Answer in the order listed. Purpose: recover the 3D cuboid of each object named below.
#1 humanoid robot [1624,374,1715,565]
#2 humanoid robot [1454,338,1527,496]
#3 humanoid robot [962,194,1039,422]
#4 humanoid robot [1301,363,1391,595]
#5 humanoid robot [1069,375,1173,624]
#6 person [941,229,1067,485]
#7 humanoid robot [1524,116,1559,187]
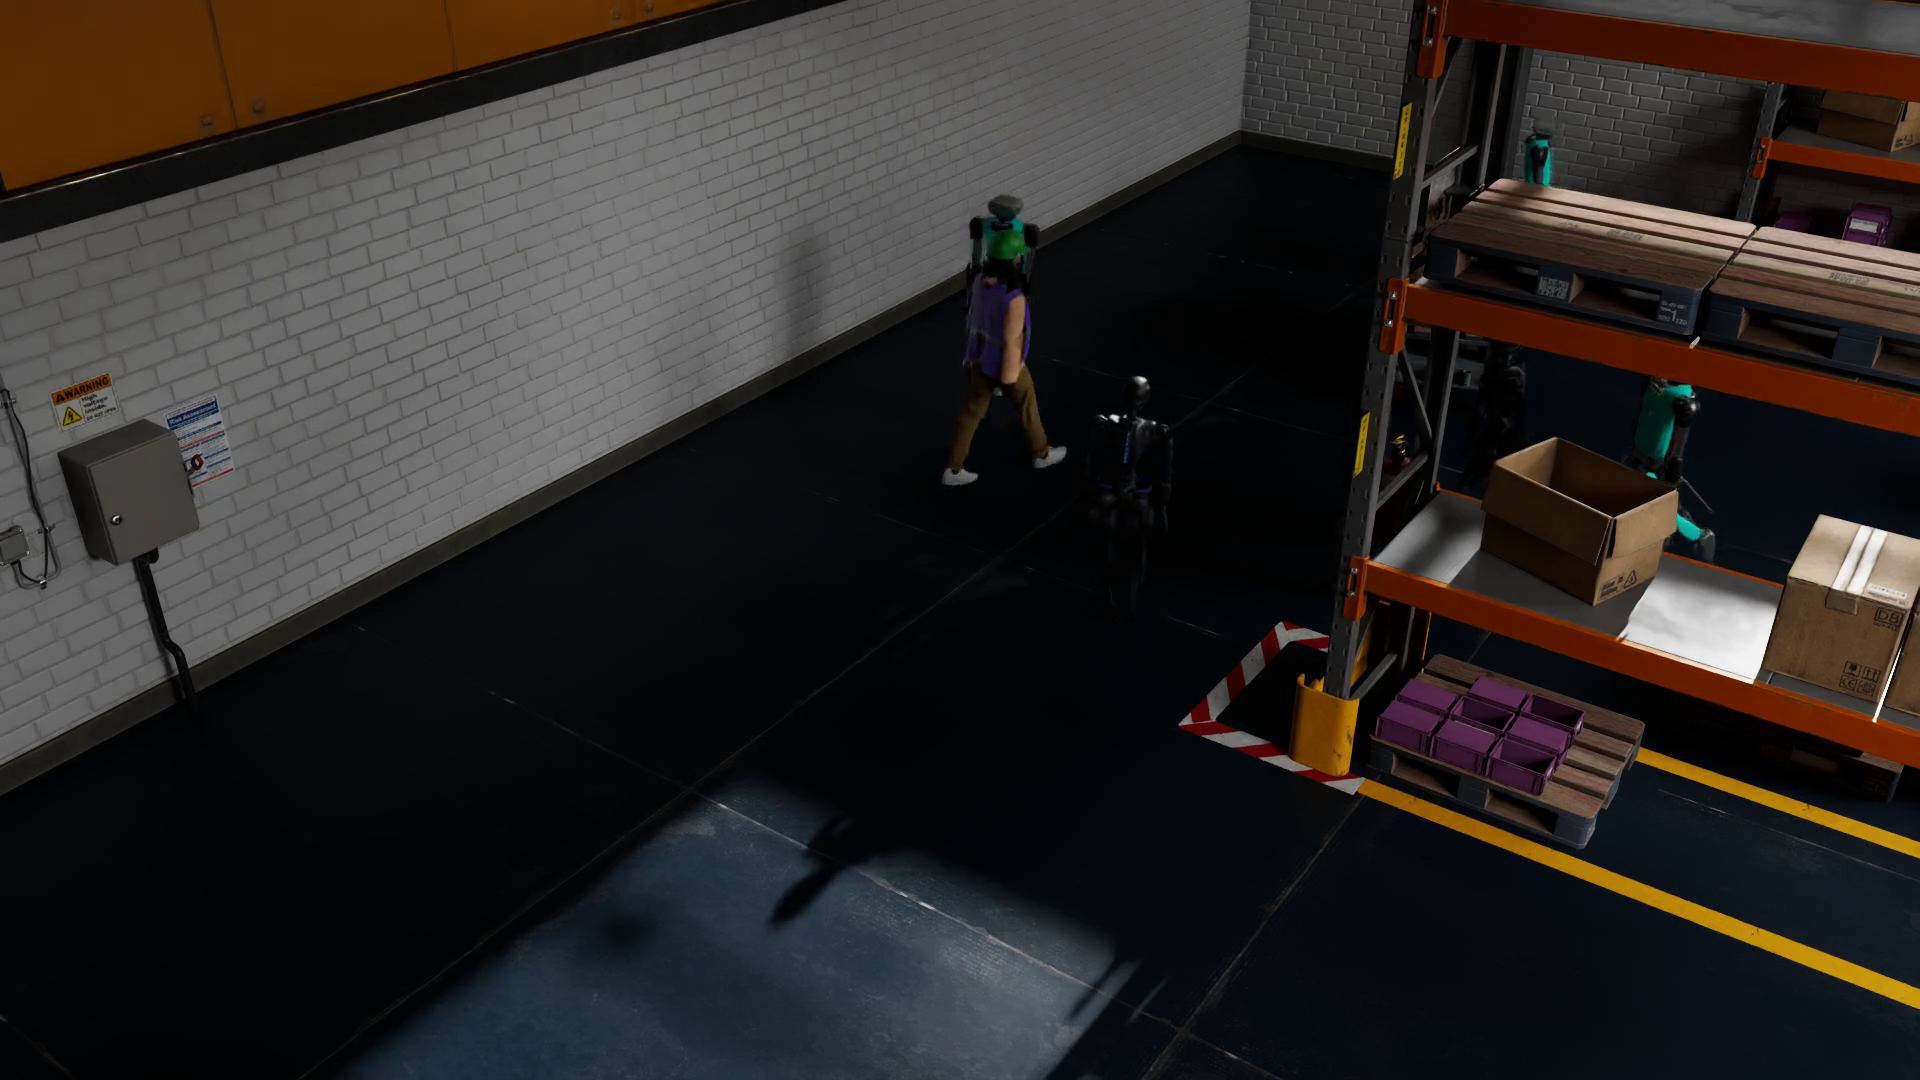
[{"bbox_3d":[4.490,-0.331,10.180,0.909,1.801,0.563,-3,30,-5],"label":"humanoid robot"},{"bbox_3d":[3.414,-0.591,10.687,0.615,1.643,0.608,-5,30,-8],"label":"humanoid robot"},{"bbox_3d":[0.250,-1.664,12.488,0.558,1.745,1.046,8,31,14],"label":"humanoid robot"},{"bbox_3d":[2.522,-0.349,10.247,0.625,1.630,0.588,1,30,2],"label":"humanoid robot"},{"bbox_3d":[0.953,-0.199,9.980,0.612,1.648,0.447,5,30,8],"label":"humanoid robot"},{"bbox_3d":[0.295,-1.279,11.650,1.037,1.877,0.529,-21,36,-32],"label":"person"},{"bbox_3d":[5.129,-2.708,14.302,0.751,1.826,0.544,7,31,11],"label":"humanoid robot"}]
